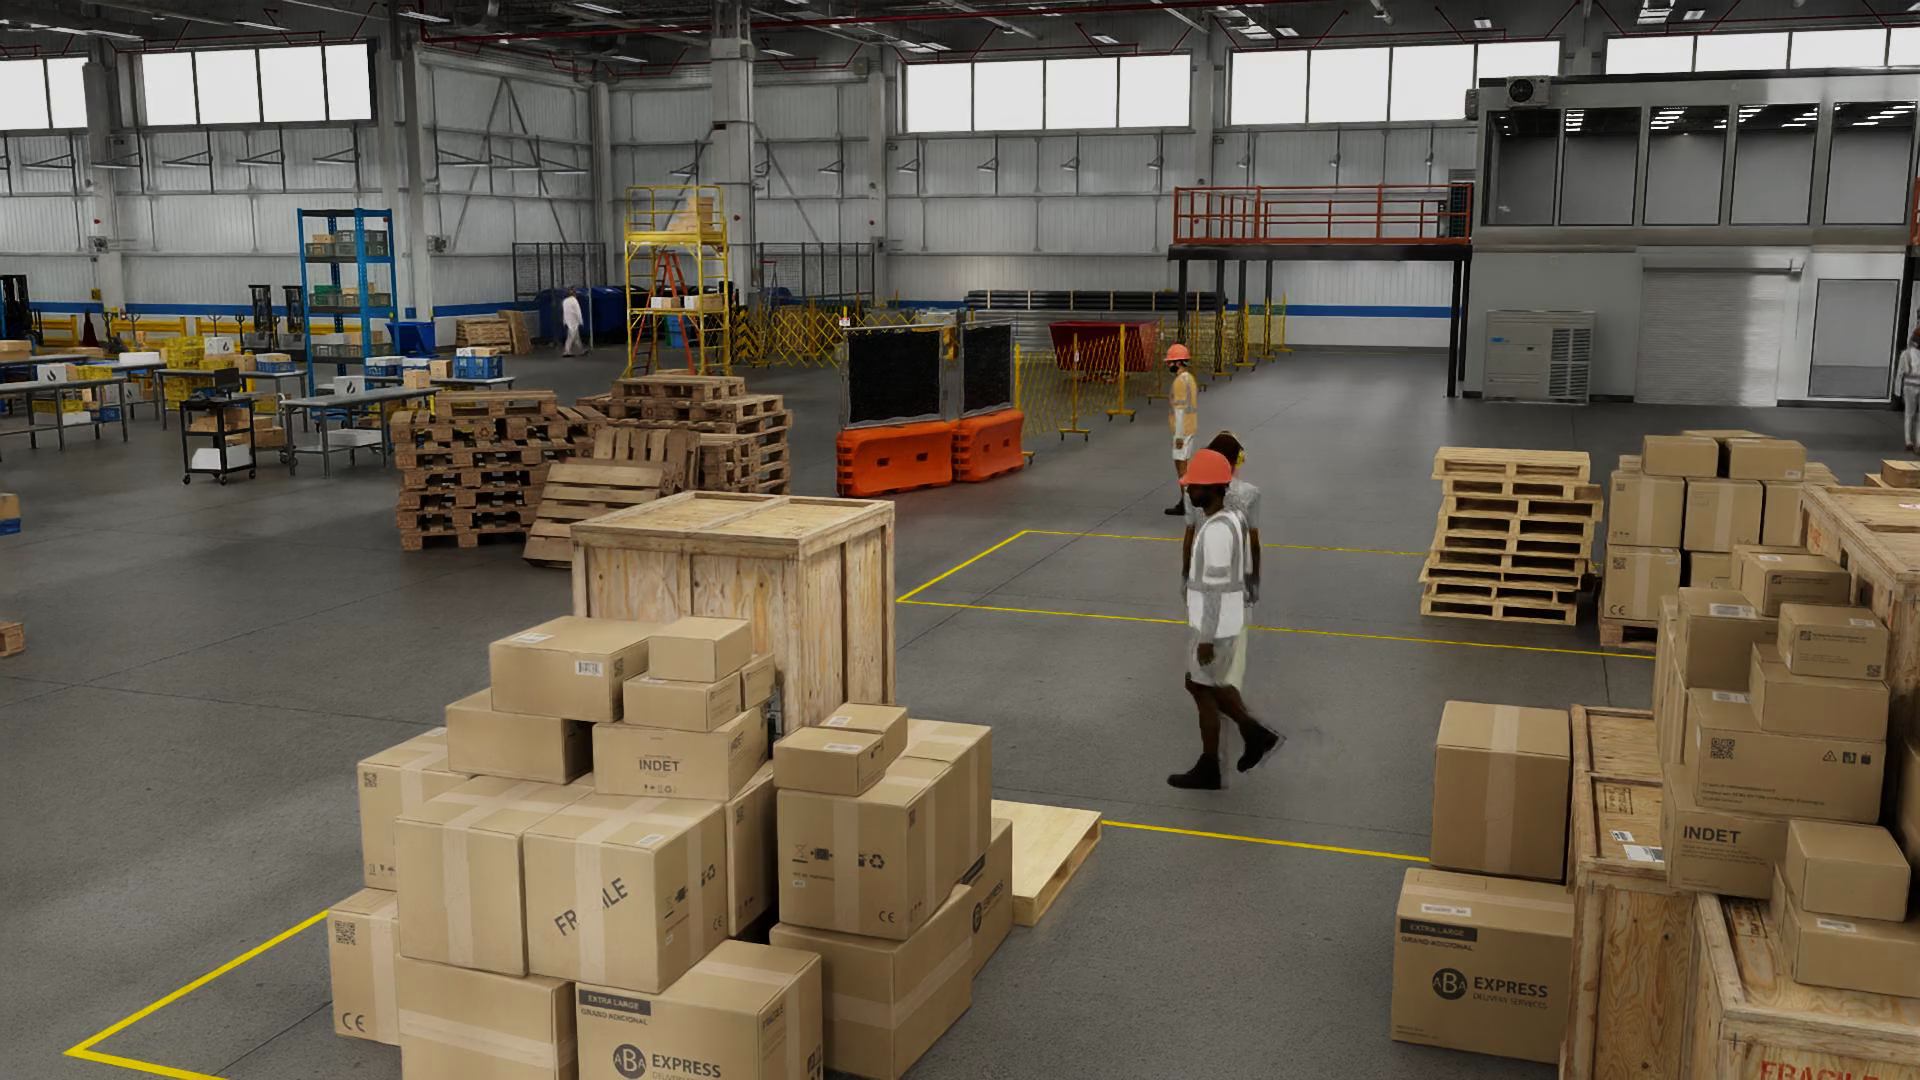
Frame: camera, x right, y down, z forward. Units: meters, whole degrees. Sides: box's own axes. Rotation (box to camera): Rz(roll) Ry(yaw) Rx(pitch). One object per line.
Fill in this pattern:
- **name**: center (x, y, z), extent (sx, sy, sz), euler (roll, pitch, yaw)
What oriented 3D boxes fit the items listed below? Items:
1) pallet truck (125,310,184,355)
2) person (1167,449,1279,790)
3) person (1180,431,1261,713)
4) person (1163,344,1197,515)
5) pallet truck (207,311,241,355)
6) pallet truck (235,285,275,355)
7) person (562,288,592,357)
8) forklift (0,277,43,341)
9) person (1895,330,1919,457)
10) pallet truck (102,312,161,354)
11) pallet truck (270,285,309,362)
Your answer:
- **pallet truck**: center (-22.038, -5.665, 45.457), extent (0.704, 1.261, 1.522), euler (3, 11, 17)
- **person**: center (1.455, 0.454, 9.241), extent (0.534, 1.924, 0.551), euler (1, 10, 8)
- **person**: center (1.658, 0.235, 10.637), extent (0.507, 1.858, 0.395), euler (2, 10, 12)
- **person**: center (2.474, -1.236, 18.751), extent (0.427, 1.926, 0.544), euler (4, 11, 19)
- **pallet truck**: center (-19.537, -5.575, 44.913), extent (0.653, 1.274, 1.630), euler (3, 11, 19)
- **pallet truck**: center (-18.327, -5.835, 44.421), extent (0.823, 1.965, 1.885), euler (4, 11, 23)
- **person**: center (-10.425, -5.896, 45.163), extent (1.014, 1.854, 0.652), euler (-9, 13, -41)
- **forklift**: center (-27.151, -6.329, 46.328), extent (1.157, 1.987, 2.680), euler (3, 11, 17)
- **person**: center (13.844, -2.130, 24.026), extent (0.594, 1.828, 1.014), euler (5, 11, 25)
- **pallet truck**: center (-23.057, -5.777, 46.261), extent (0.680, 1.201, 1.601), euler (3, 11, 19)
- **pallet truck**: center (-17.147, -5.700, 43.663), extent (0.823, 1.965, 1.885), euler (3, 11, 17)
